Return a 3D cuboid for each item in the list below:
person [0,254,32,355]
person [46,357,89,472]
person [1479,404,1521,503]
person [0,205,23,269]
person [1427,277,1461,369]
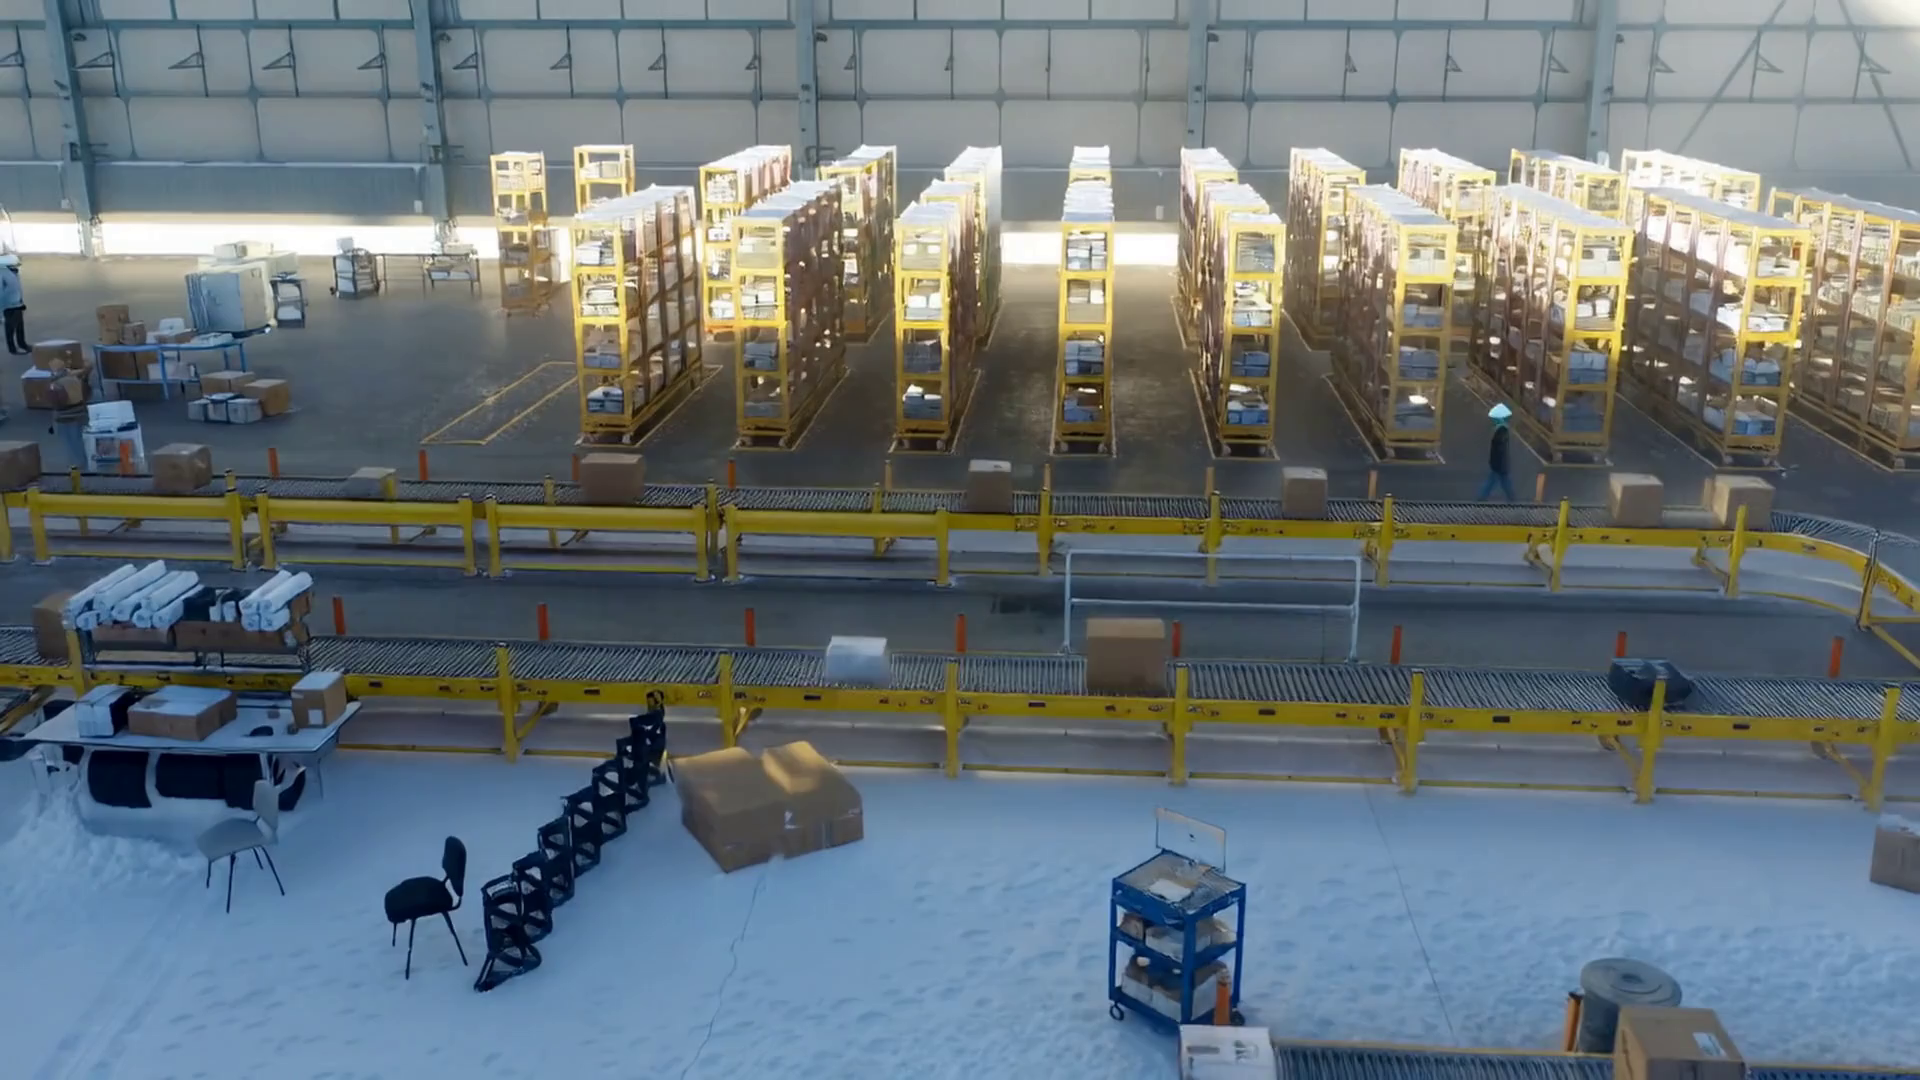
[{"bbox_3d":[-18.911,-4.708,33.235,0.395,1.993,0.614,4,18,11],"label":"person"},{"bbox_3d":[-13.010,-1.757,24.149,0.547,1.817,0.628,5,18,16],"label":"person"},{"bbox_3d":[7.073,-0.931,21.710,0.923,1.720,0.527,6,18,18],"label":"person"},{"bbox_3d":[-25.636,-8.138,44.595,0.895,1.708,0.567,10,20,28],"label":"person"},{"bbox_3d":[9.310,-4.167,31.801,0.814,1.812,0.588,3,18,10],"label":"person"}]
